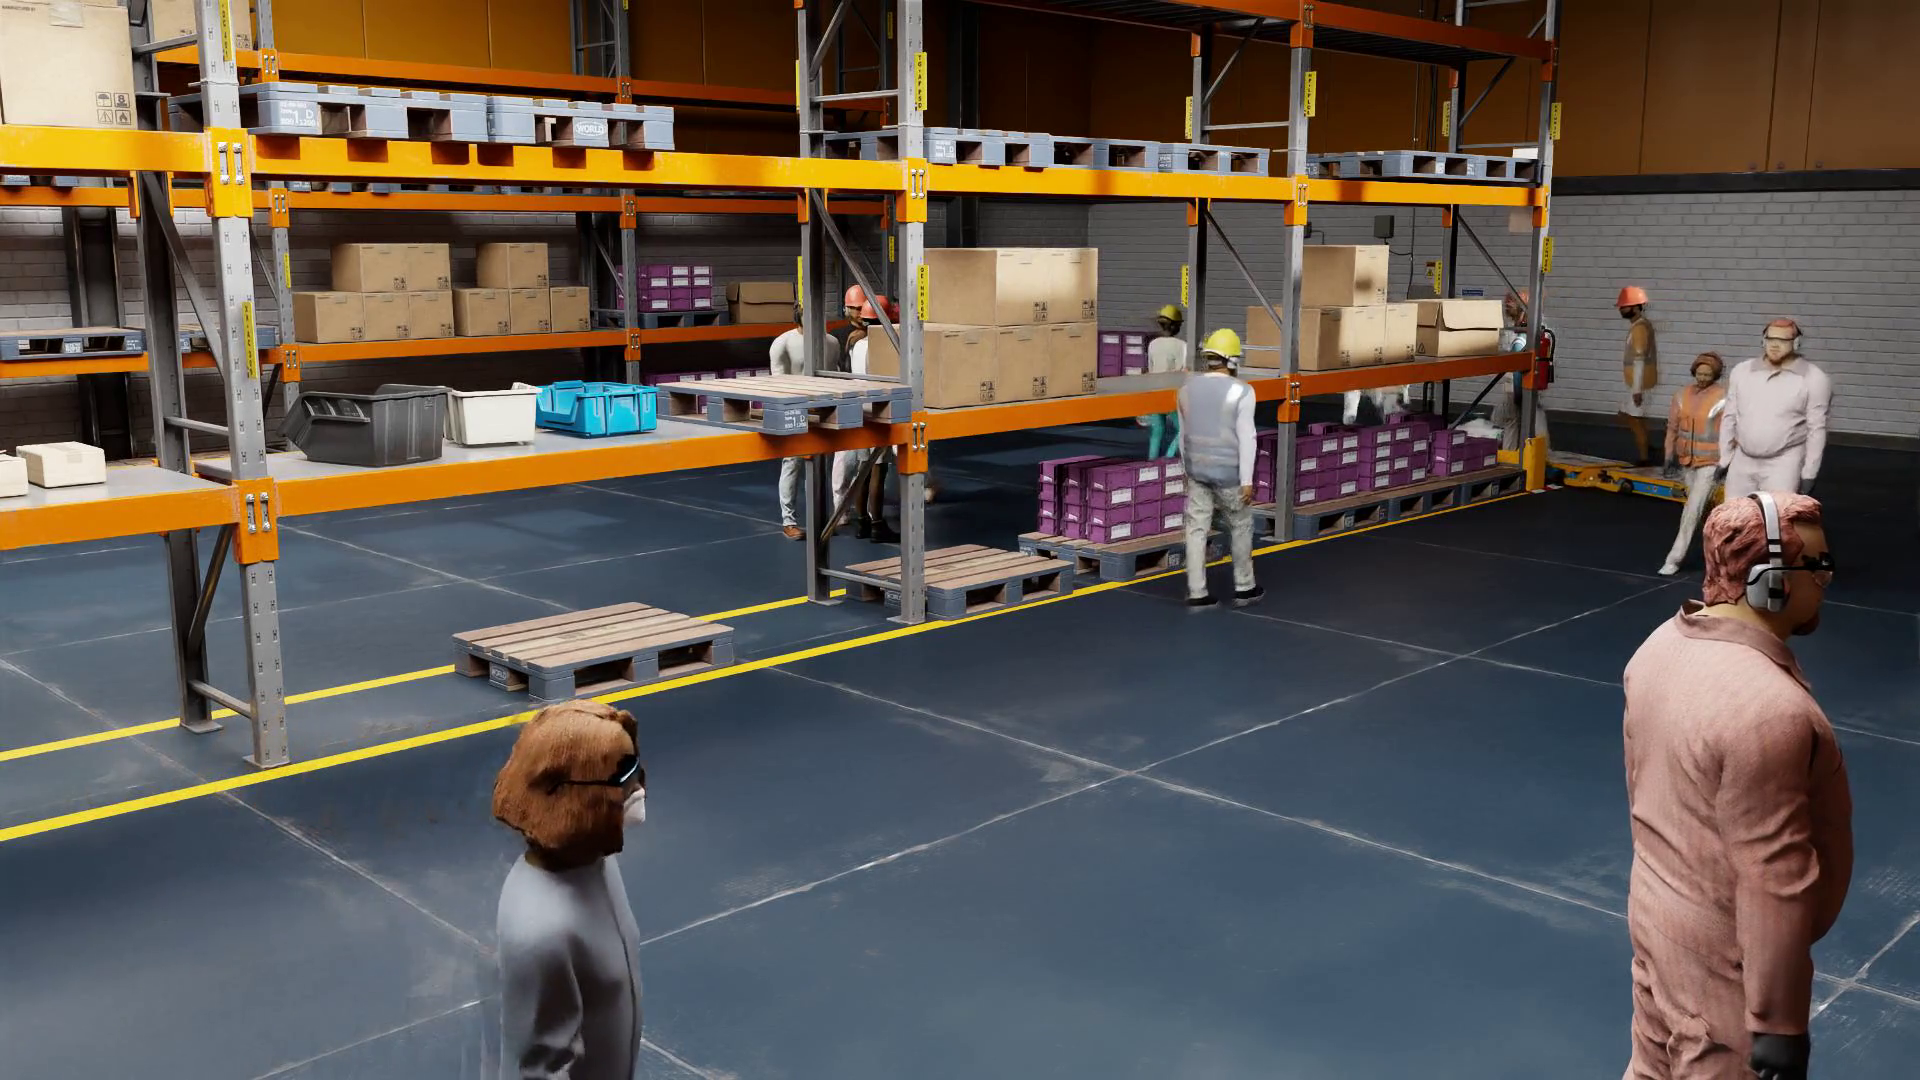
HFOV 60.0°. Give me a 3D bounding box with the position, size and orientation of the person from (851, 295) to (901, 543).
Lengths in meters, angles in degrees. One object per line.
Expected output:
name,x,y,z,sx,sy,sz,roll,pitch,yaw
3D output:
person,-0.648,-0.942,13.062,0.362,1.938,0.545,-6,12,-28

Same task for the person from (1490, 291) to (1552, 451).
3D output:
person,5.866,-1.717,17.595,1.026,1.817,0.594,-1,10,-7

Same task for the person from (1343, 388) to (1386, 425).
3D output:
person,4.565,-1.900,18.462,1.024,1.889,0.630,-9,14,-42

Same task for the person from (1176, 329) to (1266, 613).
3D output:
person,1.726,-0.453,10.740,0.627,1.804,0.757,9,14,40

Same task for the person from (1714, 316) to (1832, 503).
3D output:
person,5.268,-0.507,10.804,0.531,1.891,0.667,-9,14,-41

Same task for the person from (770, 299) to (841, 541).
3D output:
person,-1.209,-0.976,13.244,0.628,1.939,0.375,-8,13,-38

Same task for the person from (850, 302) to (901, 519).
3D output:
person,-0.618,-1.065,13.964,0.581,1.855,0.831,6,12,30

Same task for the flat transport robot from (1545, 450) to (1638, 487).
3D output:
flat transport robot,5.945,-0.718,16.389,0.652,0.197,1.431,-4,11,-20

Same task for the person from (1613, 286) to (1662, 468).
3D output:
person,6.701,-1.563,16.535,0.492,1.907,0.575,4,11,20

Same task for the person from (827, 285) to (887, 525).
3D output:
person,-0.846,-1.124,13.896,0.608,1.995,0.377,-4,11,-23

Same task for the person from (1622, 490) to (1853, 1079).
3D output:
person,1.581,0.844,3.407,0.407,1.910,0.639,0,10,2

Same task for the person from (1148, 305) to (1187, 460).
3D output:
person,1.972,-1.355,15.821,0.406,1.749,0.546,-7,13,-34

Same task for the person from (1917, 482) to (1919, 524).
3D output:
person,5.334,-0.075,8.664,0.632,1.827,0.598,4,11,22

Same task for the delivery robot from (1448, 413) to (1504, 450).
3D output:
delivery robot,5.437,-1.084,17.353,0.477,0.478,0.707,-7,12,-34

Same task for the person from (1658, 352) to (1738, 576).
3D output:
person,5.337,-0.555,11.904,0.842,1.593,0.535,-6,12,-30

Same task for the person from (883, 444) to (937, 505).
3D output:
person,-0.574,-1.189,14.753,0.639,1.822,0.638,9,14,40

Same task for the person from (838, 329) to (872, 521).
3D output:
person,-0.829,-0.937,13.863,0.501,1.632,0.287,0,10,2

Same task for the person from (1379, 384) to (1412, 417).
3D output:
person,4.446,-1.526,17.113,0.431,1.623,0.512,-2,11,-9

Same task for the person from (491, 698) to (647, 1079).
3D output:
person,-0.710,1.067,2.967,0.410,1.625,0.503,0,10,2

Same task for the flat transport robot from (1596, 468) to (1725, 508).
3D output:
flat transport robot,6.544,-0.486,15.123,0.652,0.197,1.431,-4,11,-20

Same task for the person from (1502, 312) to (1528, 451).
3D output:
person,5.679,-1.490,16.863,0.310,1.638,0.523,5,12,26
